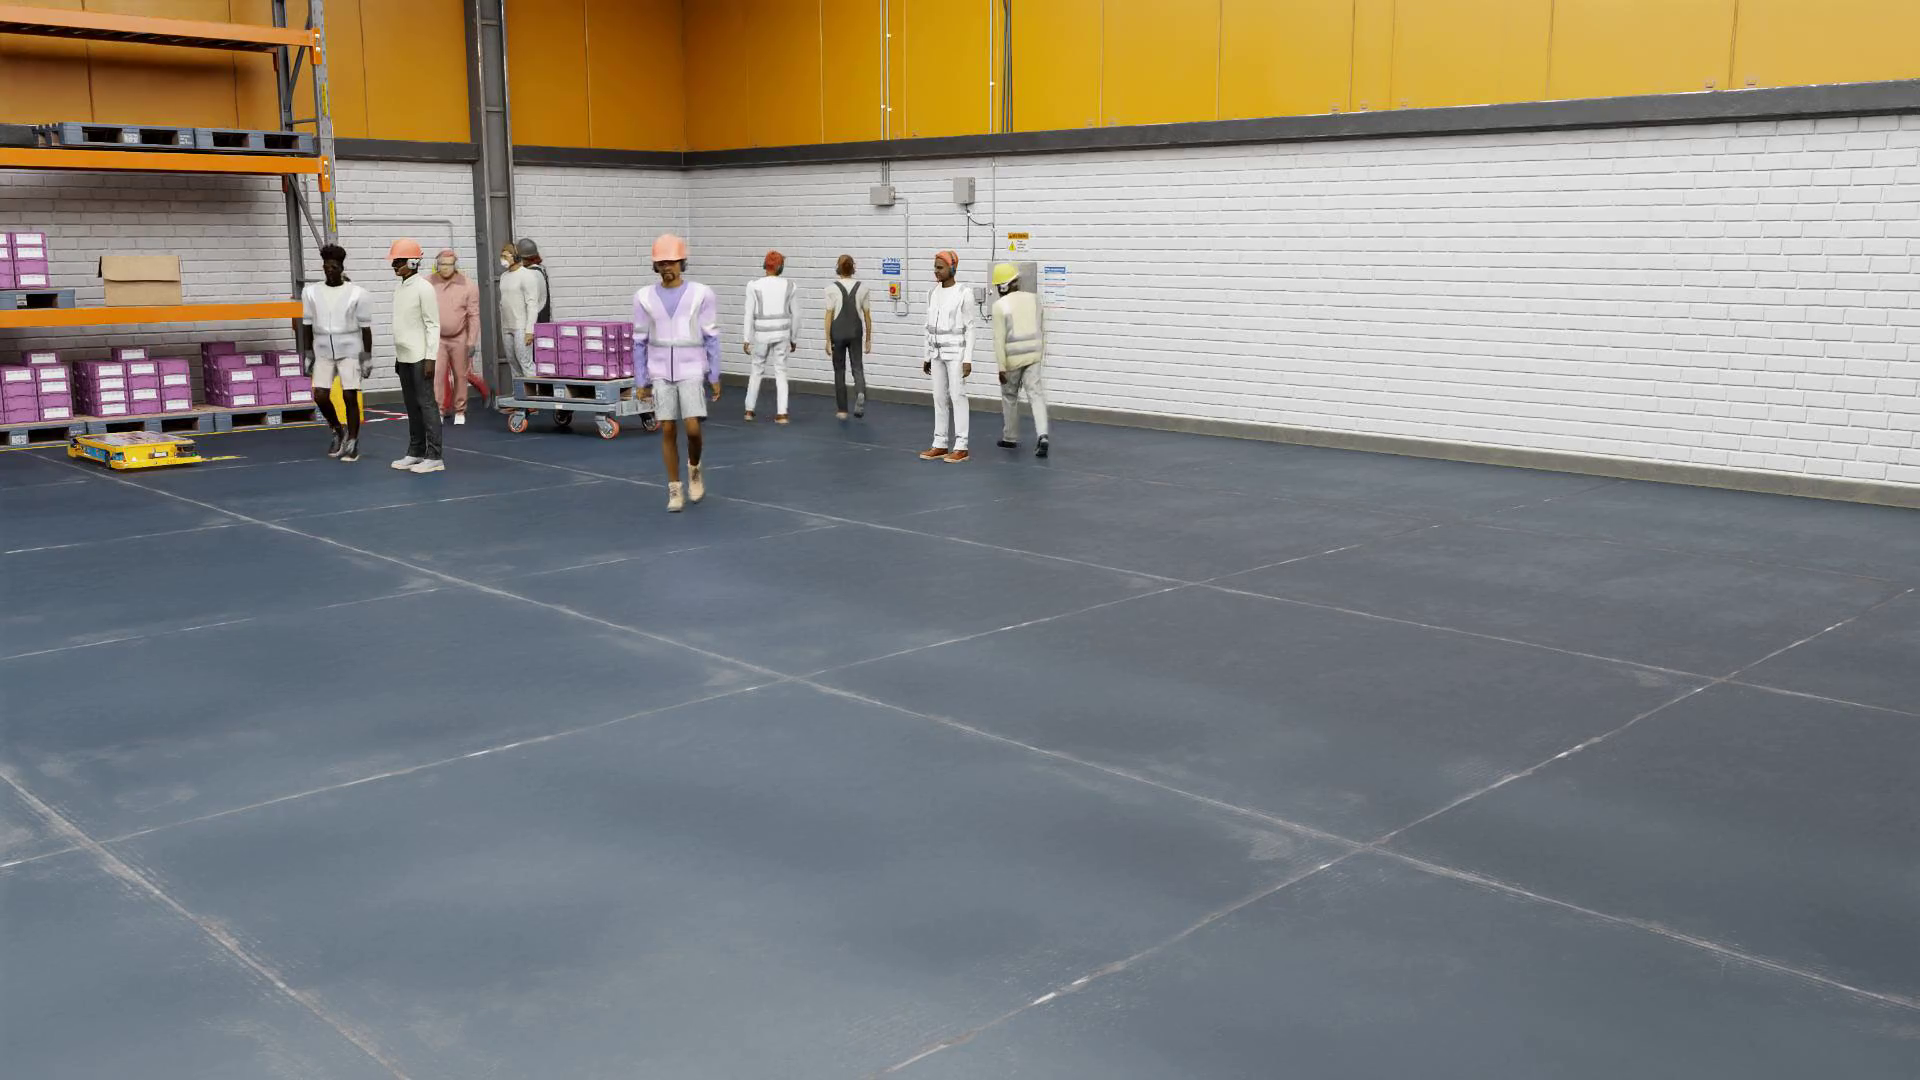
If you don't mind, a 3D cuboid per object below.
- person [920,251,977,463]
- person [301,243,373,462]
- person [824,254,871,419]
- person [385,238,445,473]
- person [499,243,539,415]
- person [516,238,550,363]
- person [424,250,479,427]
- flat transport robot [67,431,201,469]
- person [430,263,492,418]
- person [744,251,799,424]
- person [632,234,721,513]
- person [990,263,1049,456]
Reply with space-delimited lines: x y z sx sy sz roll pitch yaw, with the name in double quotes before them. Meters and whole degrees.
"person" -0.111 -1.636 14.892 0.586 1.882 0.343 10 15 44
"person" -5.559 -1.663 14.857 0.635 1.945 0.413 -1 10 -4
"person" -1.214 -2.194 18.107 0.516 1.824 0.711 -3 11 -14
"person" -4.687 -1.578 14.270 0.624 1.992 0.386 10 15 44
"person" -4.982 -2.365 18.720 0.637 1.937 0.357 10 15 44
"person" -5.075 -2.592 19.678 0.638 2.000 0.728 -1 10 -7
"person" -5.385 -2.106 17.520 0.651 1.858 0.854 -2 11 -10
"flat transport robot" -7.376 -0.816 14.822 0.652 0.197 1.431 -10 14 -44
"person" -5.599 -2.229 18.500 0.534 1.737 0.674 6 12 29
"person" -2.051 -2.187 18.015 0.620 1.847 0.716 -3 11 -15
"person" -2.074 -1.208 12.159 0.642 2.030 0.438 0 10 2
"person" 0.567 -1.659 15.326 0.607 1.774 0.892 -5 11 -25
